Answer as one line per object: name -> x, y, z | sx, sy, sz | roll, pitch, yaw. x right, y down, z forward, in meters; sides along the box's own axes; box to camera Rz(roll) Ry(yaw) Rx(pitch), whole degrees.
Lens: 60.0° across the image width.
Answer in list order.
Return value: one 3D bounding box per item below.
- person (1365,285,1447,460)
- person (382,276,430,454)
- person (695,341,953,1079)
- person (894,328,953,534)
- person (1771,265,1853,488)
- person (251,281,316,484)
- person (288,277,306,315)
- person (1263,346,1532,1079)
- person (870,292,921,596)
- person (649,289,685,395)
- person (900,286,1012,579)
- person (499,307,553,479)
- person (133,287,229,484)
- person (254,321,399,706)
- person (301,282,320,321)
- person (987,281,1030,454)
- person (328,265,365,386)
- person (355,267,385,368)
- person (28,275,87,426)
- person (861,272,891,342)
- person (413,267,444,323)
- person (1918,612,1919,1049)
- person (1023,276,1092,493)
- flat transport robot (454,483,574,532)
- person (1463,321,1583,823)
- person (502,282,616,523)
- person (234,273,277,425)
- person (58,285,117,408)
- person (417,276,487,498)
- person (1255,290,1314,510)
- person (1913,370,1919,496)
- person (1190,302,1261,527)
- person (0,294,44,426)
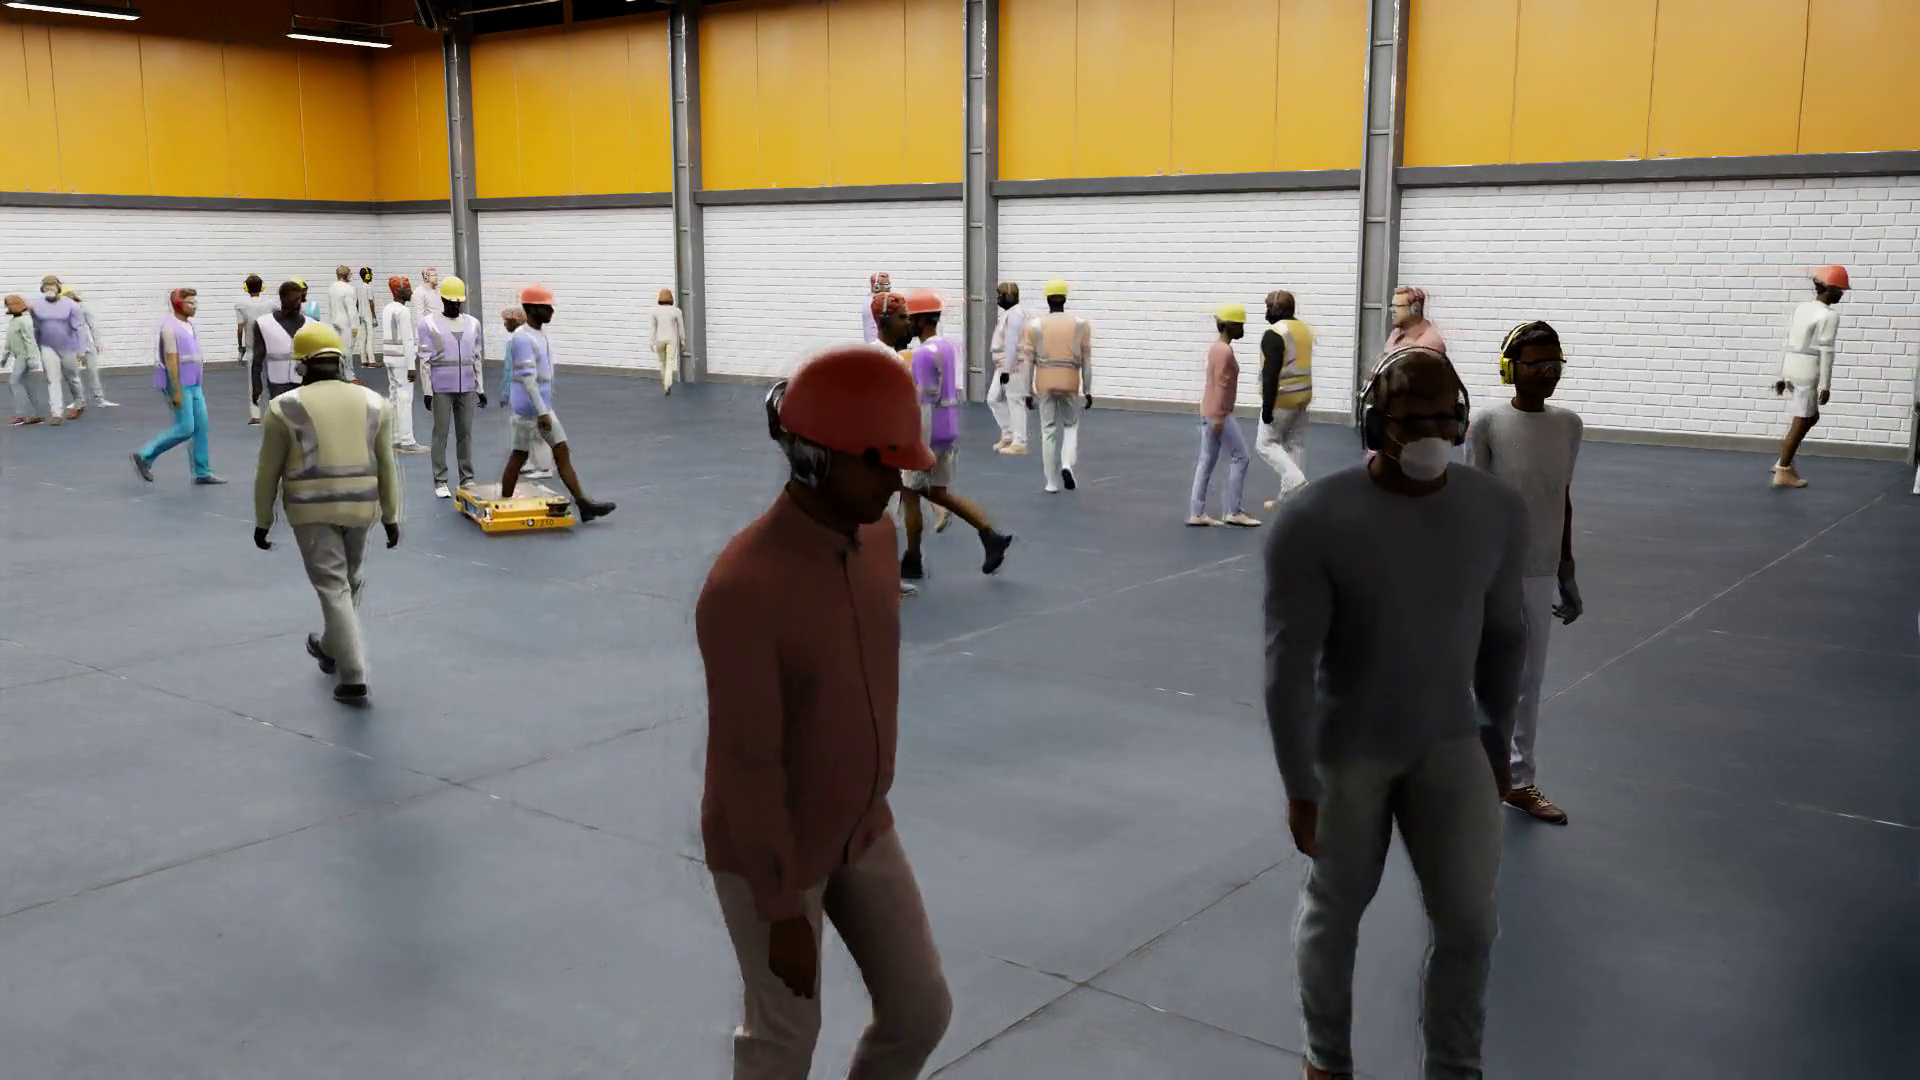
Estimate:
person -> 3.097, -0.834, 11.680 | 0.462, 1.889, 0.677 | -2, 10, -13
person -> -5.939, -1.859, 17.690 | 0.358, 1.882, 0.574 | -8, 13, -39
person -> -0.261, 0.595, 3.210 | 0.559, 1.947, 0.650 | 6, 11, 31
person -> -0.370, -0.865, 12.507 | 0.719, 1.670, 0.537 | 4, 10, 21
person -> 7.644, -1.458, 14.983 | 0.581, 2.008, 0.636 | 0, 10, -2
person -> -6.051, -1.400, 15.085 | 0.607, 1.855, 1.037 | -9, 13, -43
person -> -9.956, -3.059, 25.014 | 0.314, 1.769, 0.523 | -6, 11, -32
person -> 1.009, 0.520, 3.770 | 0.652, 1.903, 0.793 | -1, 10, -7
person -> -0.456, -0.553, 10.109 | 0.437, 1.880, 0.606 | 0, 10, 2
person -> -4.428, -2.995, 25.148 | 0.516, 1.591, 0.856 | 0, 10, -2
person -> -0.106, -0.669, 10.707 | 0.789, 1.911, 0.544 | 4, 10, 20
person -> -4.125, -1.371, 15.632 | 0.622, 1.609, 0.522 | 0, 10, 0
person -> -7.130, -1.386, 15.140 | 0.677, 1.823, 0.569 | 0, 10, -3
person -> -3.070, -0.143, 7.974 | 0.964, 1.778, 0.613 | 9, 13, 43
person -> -10.435, -3.255, 26.410 | 0.542, 1.689, 0.471 | -7, 12, -35
person -> 0.500, -1.800, 17.524 | 0.502, 1.826, 0.629 | -1, 10, -7
person -> -9.898, -3.444, 26.751 | 0.630, 1.938, 0.369 | 8, 13, 39
person -> -11.058, -4.151, 31.066 | 0.517, 1.874, 0.327 | 8, 12, 38
person -> -11.271, -2.392, 20.893 | 0.641, 1.870, 1.057 | -2, 10, -13
person -> -0.924, -2.135, 19.225 | 0.399, 1.908, 0.643 | 1, 10, 5
person -> -8.174, -3.264, 25.787 | 0.407, 1.913, 0.641 | 2, 10, 12
person -> 1.757, 0.652, 2.588 | 0.607, 2.048, 0.369 | -3, 10, -19
person -> 0.860, -1.354, 14.650 | 0.617, 1.913, 0.447 | 0, 10, 0
flat transport robot -> -3.558, -0.281, 13.185 | 0.652, 0.197, 1.431 | -5, 11, -26
person -> 2.066, 0.134, 6.123 | 0.514, 1.872, 0.328 | -3, 10, -19
person -> -3.178, -1.033, 12.851 | 0.976, 1.890, 0.558 | 1, 10, 7
person -> -8.679, -2.354, 20.594 | 0.513, 1.877, 0.328 | -6, 11, -30
person -> -12.025, -2.648, 22.839 | 0.704, 1.694, 0.320 | -4, 10, -20
person -> -4.411, -1.332, 14.517 | 0.585, 1.917, 0.382 | -9, 13, -43
person -> 2.670, -1.115, 13.526 | 0.511, 1.826, 0.649 | 8, 13, 41
person -> 8.637, -1.180, 14.507 | 0.636, 1.618, 0.513 | -1, 10, -4
person -> 2.092, -0.950, 12.791 | 0.679, 1.740, 0.548 | 0, 10, 0
person -> -11.685, -2.213, 20.527 | 0.628, 1.612, 0.497 | -9, 13, -41
